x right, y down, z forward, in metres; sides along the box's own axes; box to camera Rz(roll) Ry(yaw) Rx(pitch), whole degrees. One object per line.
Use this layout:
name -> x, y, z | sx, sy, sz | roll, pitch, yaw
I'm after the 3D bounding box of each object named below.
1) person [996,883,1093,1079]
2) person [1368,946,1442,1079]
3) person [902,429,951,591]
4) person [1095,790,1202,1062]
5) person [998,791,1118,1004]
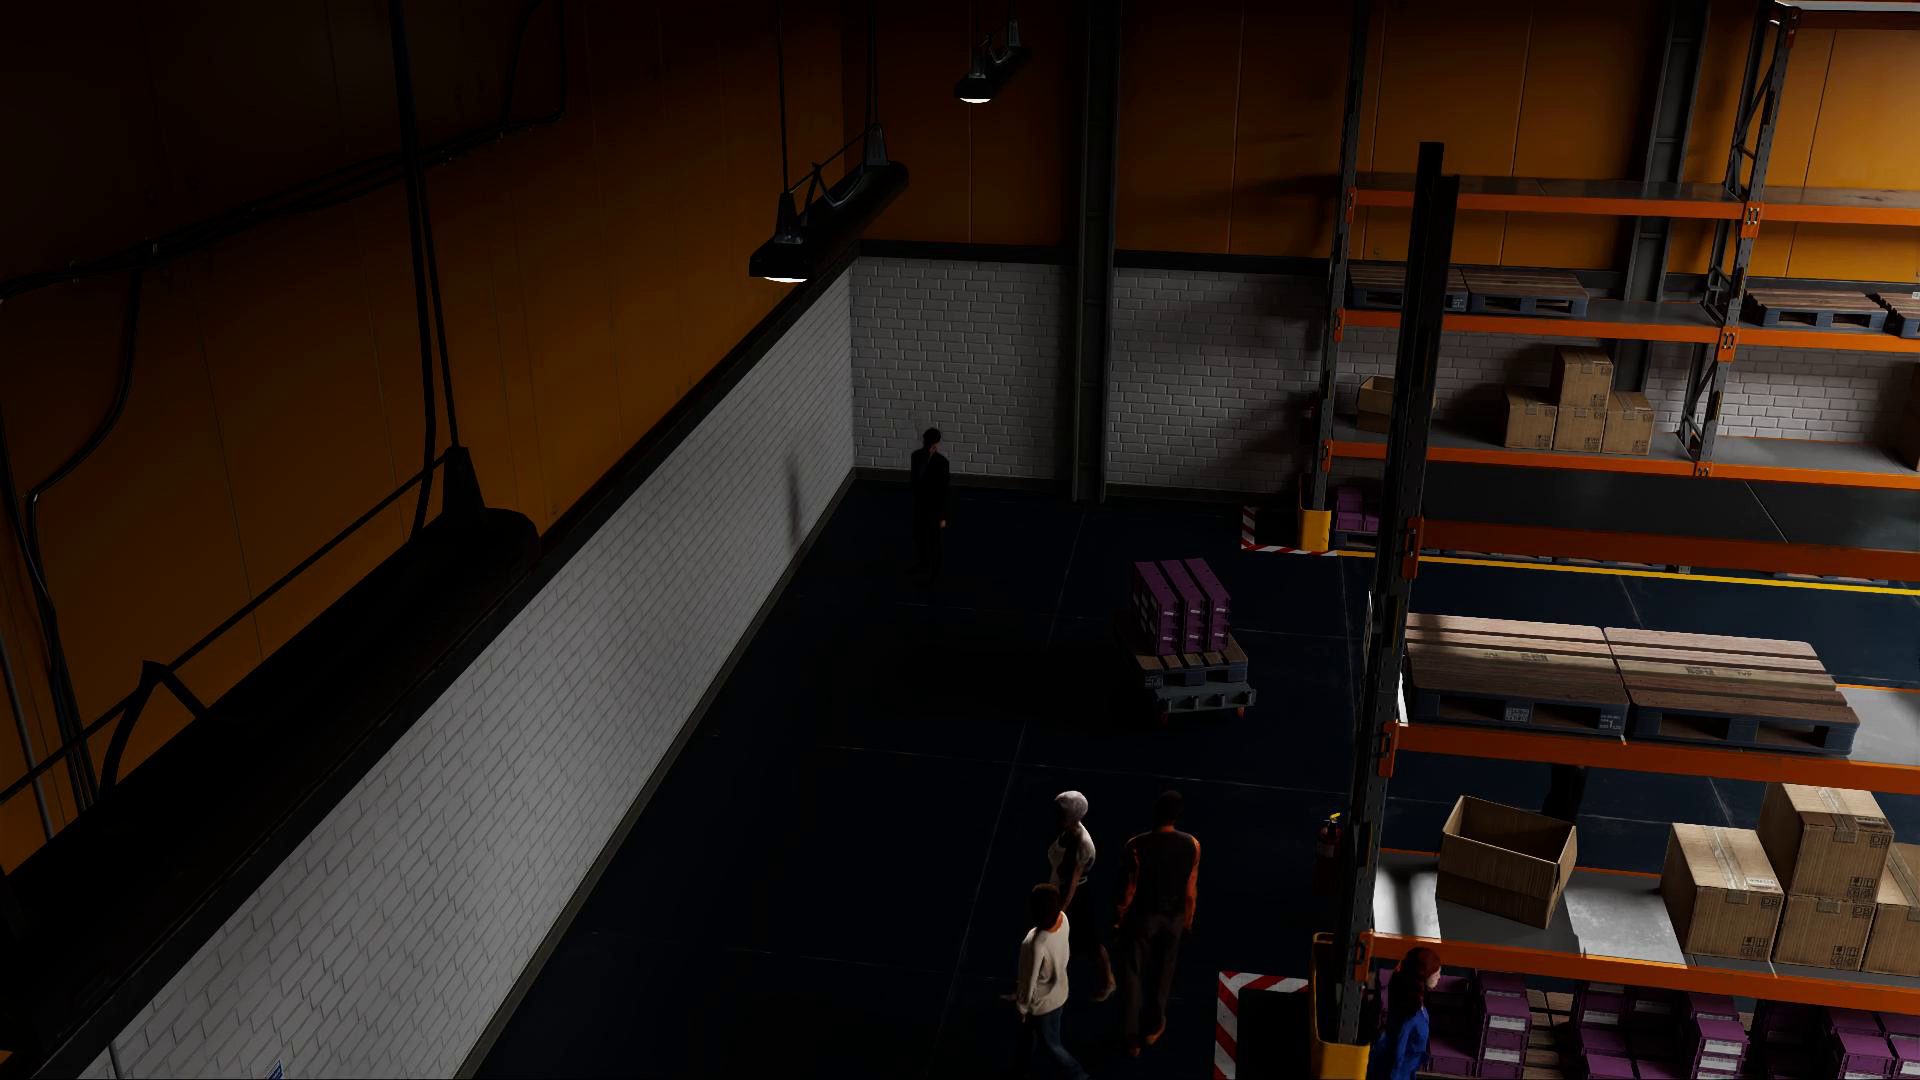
person -> 0.617, 2.908, 10.483 | 1.074, 1.657, 0.809 | 10, 26, 23
person -> 2.451, 3.150, 9.748 | 0.705, 1.803, 0.696 | 9, 25, 20
person -> -0.317, -0.362, 17.734 | 0.998, 1.842, 0.854 | -16, 28, -32
person -> 1.293, 2.563, 11.008 | 0.842, 1.870, 1.008 | -6, 24, -14
person -> 0.855, 2.501, 11.356 | 1.173, 1.704, 0.935 | -6, 24, -14
